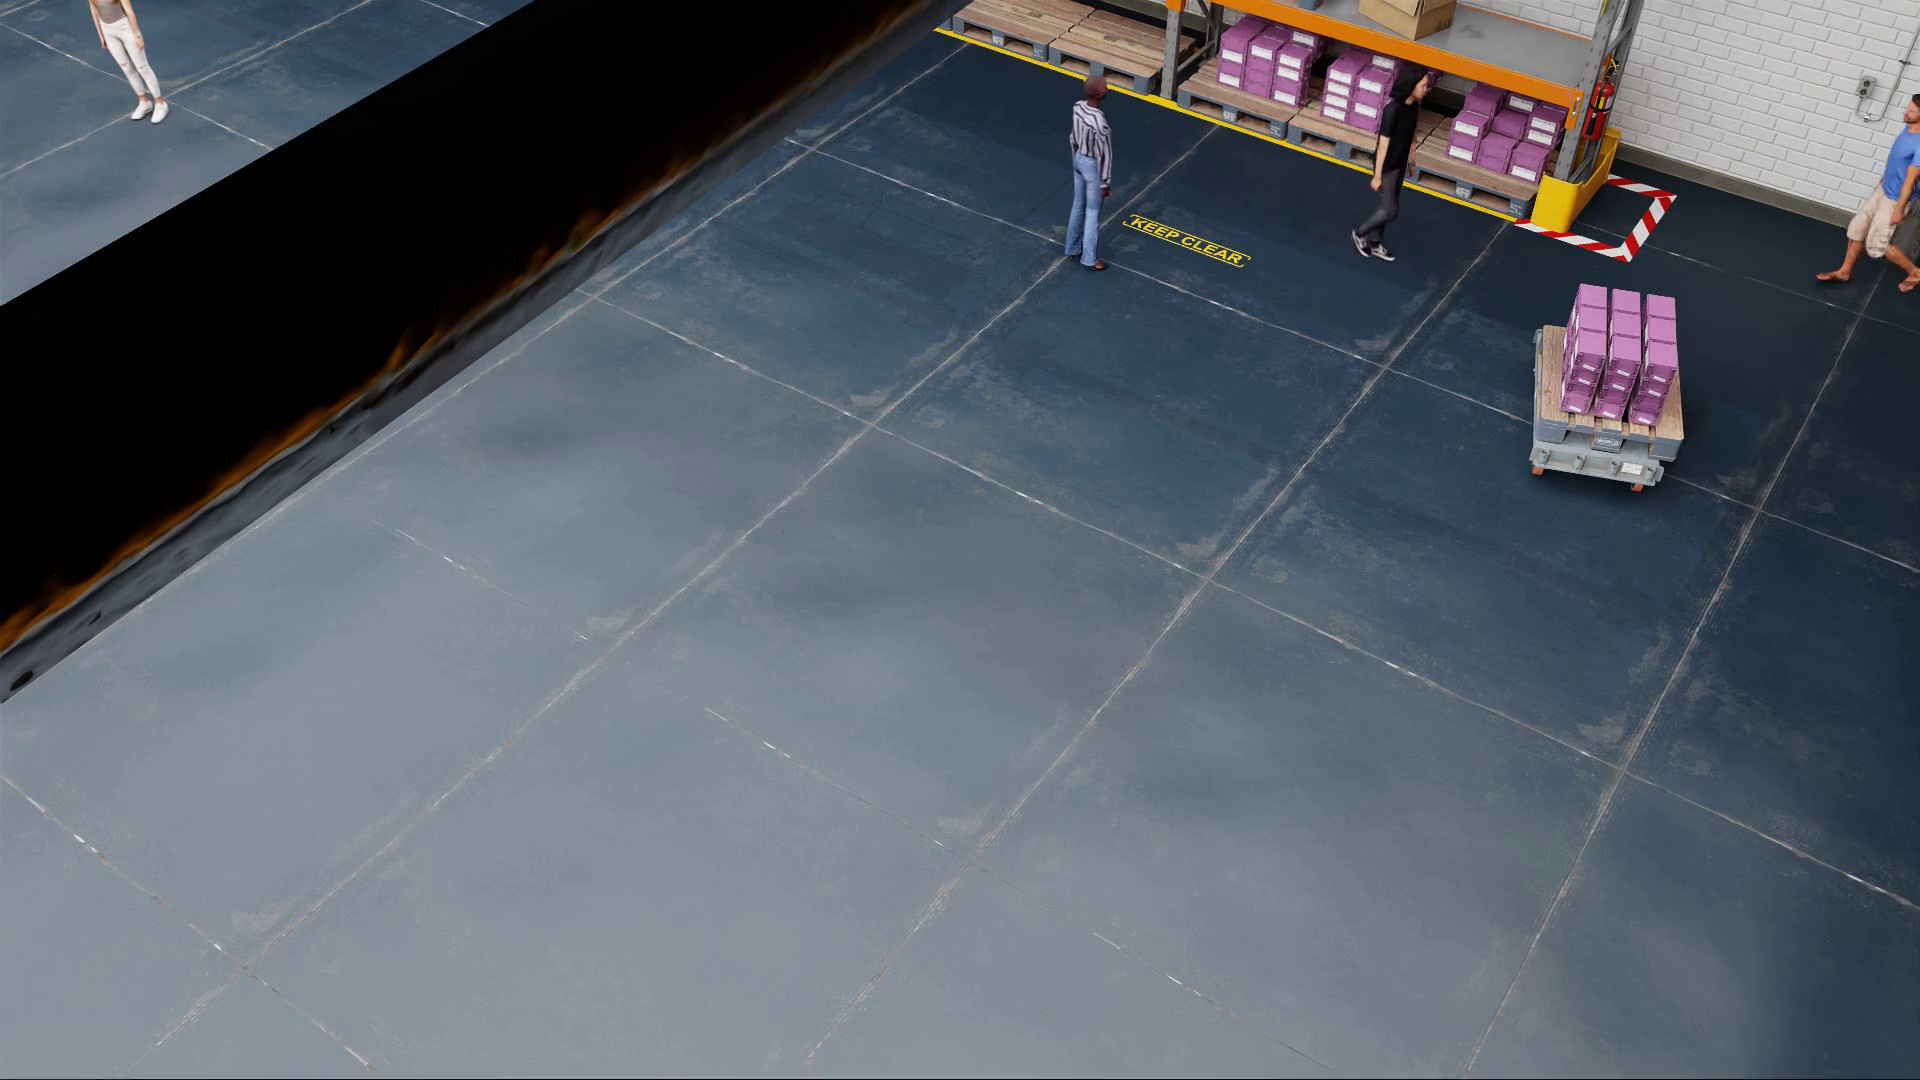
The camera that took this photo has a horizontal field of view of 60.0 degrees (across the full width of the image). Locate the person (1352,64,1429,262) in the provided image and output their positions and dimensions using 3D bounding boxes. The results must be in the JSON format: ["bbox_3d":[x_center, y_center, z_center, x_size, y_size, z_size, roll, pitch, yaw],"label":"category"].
[{"bbox_3d":[3.625,-3.236,14.195,0.670,1.828,0.696,31,52,29],"label":"person"}]

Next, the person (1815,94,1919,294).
[{"bbox_3d":[7.830,-2.828,13.762,1.119,1.835,0.915,10,45,10],"label":"person"}]

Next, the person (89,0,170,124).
[{"bbox_3d":[-8.053,-4.871,15.994,0.608,1.716,0.727,6,44,6],"label":"person"}]

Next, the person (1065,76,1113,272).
[{"bbox_3d":[1.099,-3.104,14.080,0.753,1.796,0.609,-22,48,-22],"label":"person"}]
